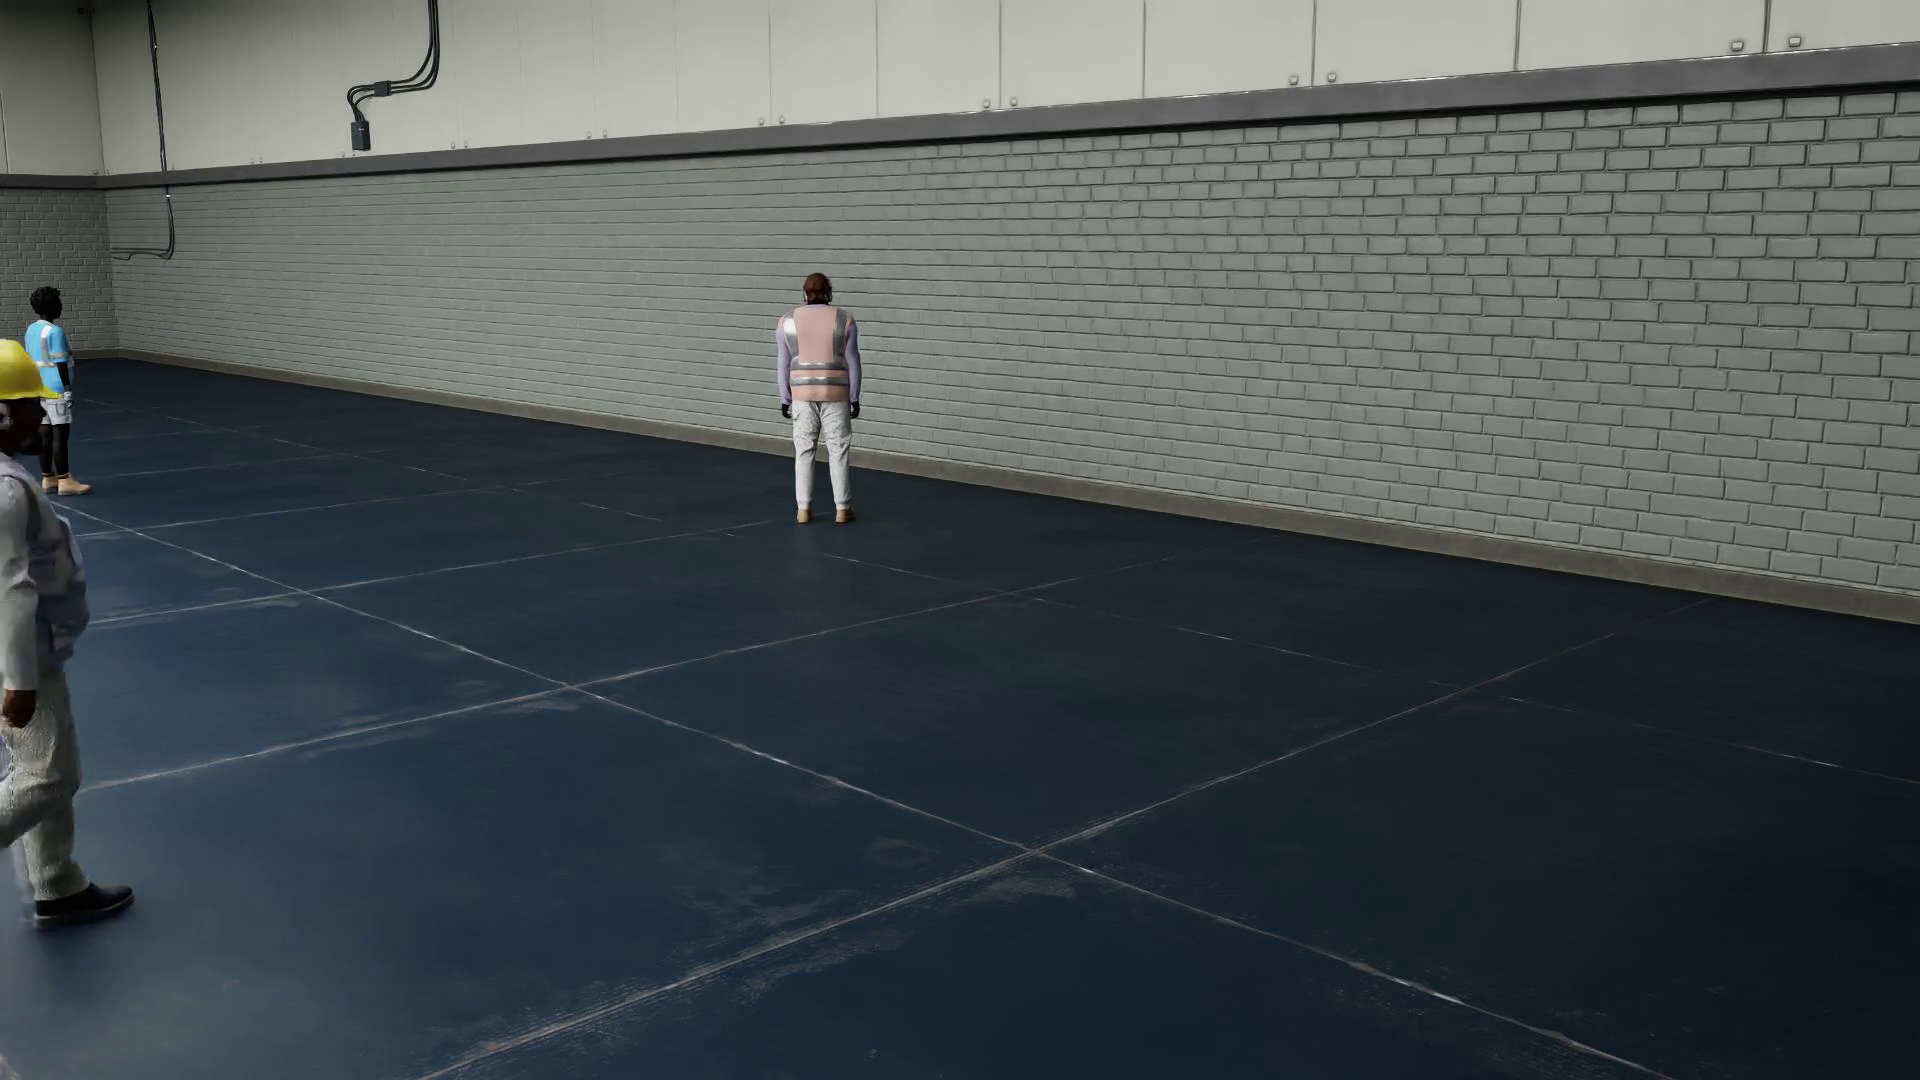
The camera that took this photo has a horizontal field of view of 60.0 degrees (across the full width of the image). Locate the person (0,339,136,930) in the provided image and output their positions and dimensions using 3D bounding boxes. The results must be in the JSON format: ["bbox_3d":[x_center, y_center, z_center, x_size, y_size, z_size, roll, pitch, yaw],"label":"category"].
[{"bbox_3d":[-2.851,0.324,4.891,0.612,1.816,0.598,-9,14,-42],"label":"person"}]

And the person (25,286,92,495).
[{"bbox_3d":[-7.426,-1.223,13.635,0.540,1.696,0.316,8,13,36],"label":"person"}]

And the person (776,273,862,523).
[{"bbox_3d":[-1.031,-1.047,12.298,0.621,1.839,0.429,1,10,4],"label":"person"}]
